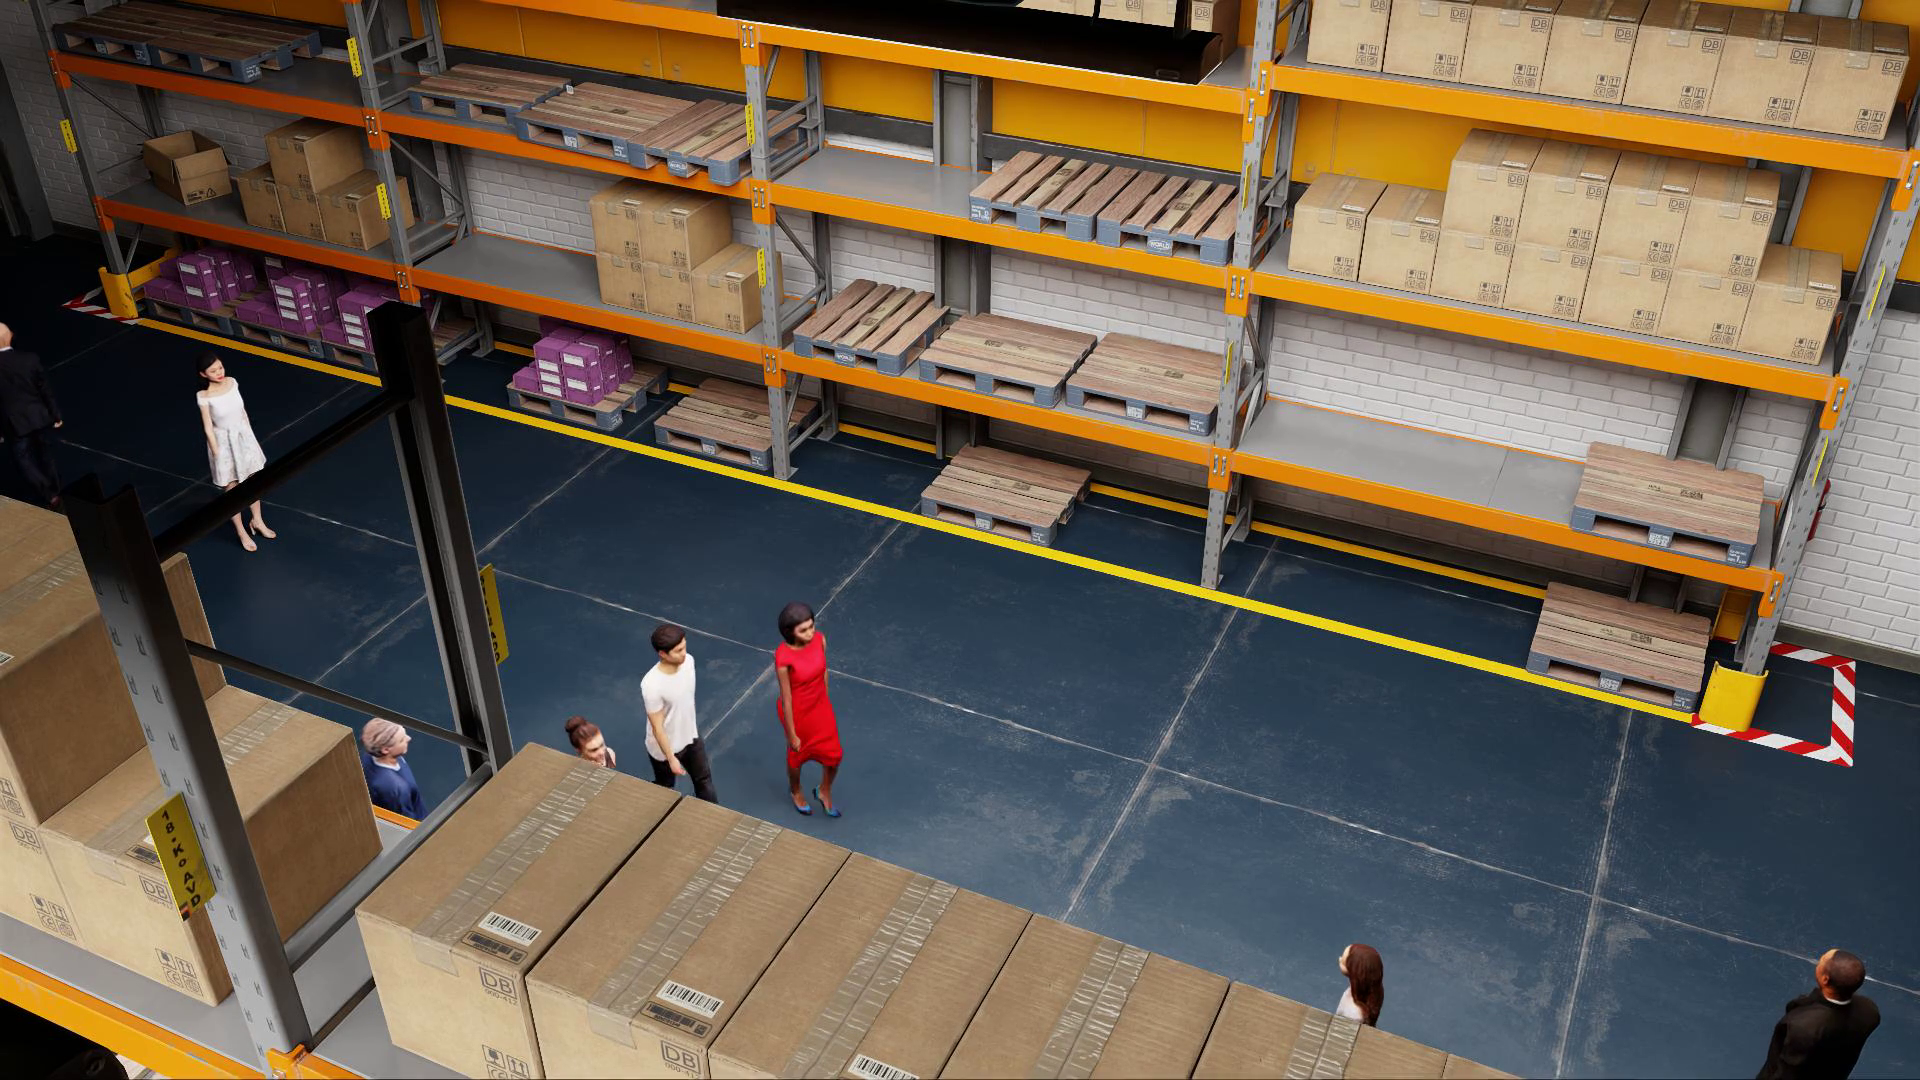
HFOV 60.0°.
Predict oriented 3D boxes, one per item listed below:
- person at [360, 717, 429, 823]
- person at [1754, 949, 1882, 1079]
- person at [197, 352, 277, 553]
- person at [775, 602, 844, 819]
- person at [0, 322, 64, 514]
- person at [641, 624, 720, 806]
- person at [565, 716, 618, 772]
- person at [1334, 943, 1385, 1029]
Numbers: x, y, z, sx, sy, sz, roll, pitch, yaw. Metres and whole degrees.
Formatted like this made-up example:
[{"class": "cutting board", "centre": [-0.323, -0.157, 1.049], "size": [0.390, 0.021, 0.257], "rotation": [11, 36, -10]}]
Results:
[{"class": "person", "centre": [-3.255, 1.765, 9.742], "size": [0.804, 1.866, 0.694], "rotation": [-19, 38, -26]}, {"class": "person", "centre": [4.140, 2.745, 8.235], "size": [0.792, 1.903, 0.850], "rotation": [-12, 35, -17]}, {"class": "person", "centre": [-5.928, -0.733, 13.584], "size": [0.617, 1.774, 0.636], "rotation": [15, 36, 21]}, {"class": "person", "centre": [-1.070, 1.097, 10.870], "size": [0.750, 1.730, 0.697], "rotation": [28, 43, 36]}, {"class": "person", "centre": [-7.800, -0.968, 13.920], "size": [0.999, 1.792, 0.859], "rotation": [28, 43, 35]}, {"class": "person", "centre": [-1.892, 1.248, 10.674], "size": [0.937, 1.697, 0.712], "rotation": [19, 38, 26]}, {"class": "person", "centre": [-2.214, 1.708, 10.009], "size": [0.628, 1.666, 0.606], "rotation": [17, 37, 24]}, {"class": "person", "centre": [2.124, 2.702, 8.719], "size": [0.993, 1.438, 0.608], "rotation": [18, 37, 24]}]
